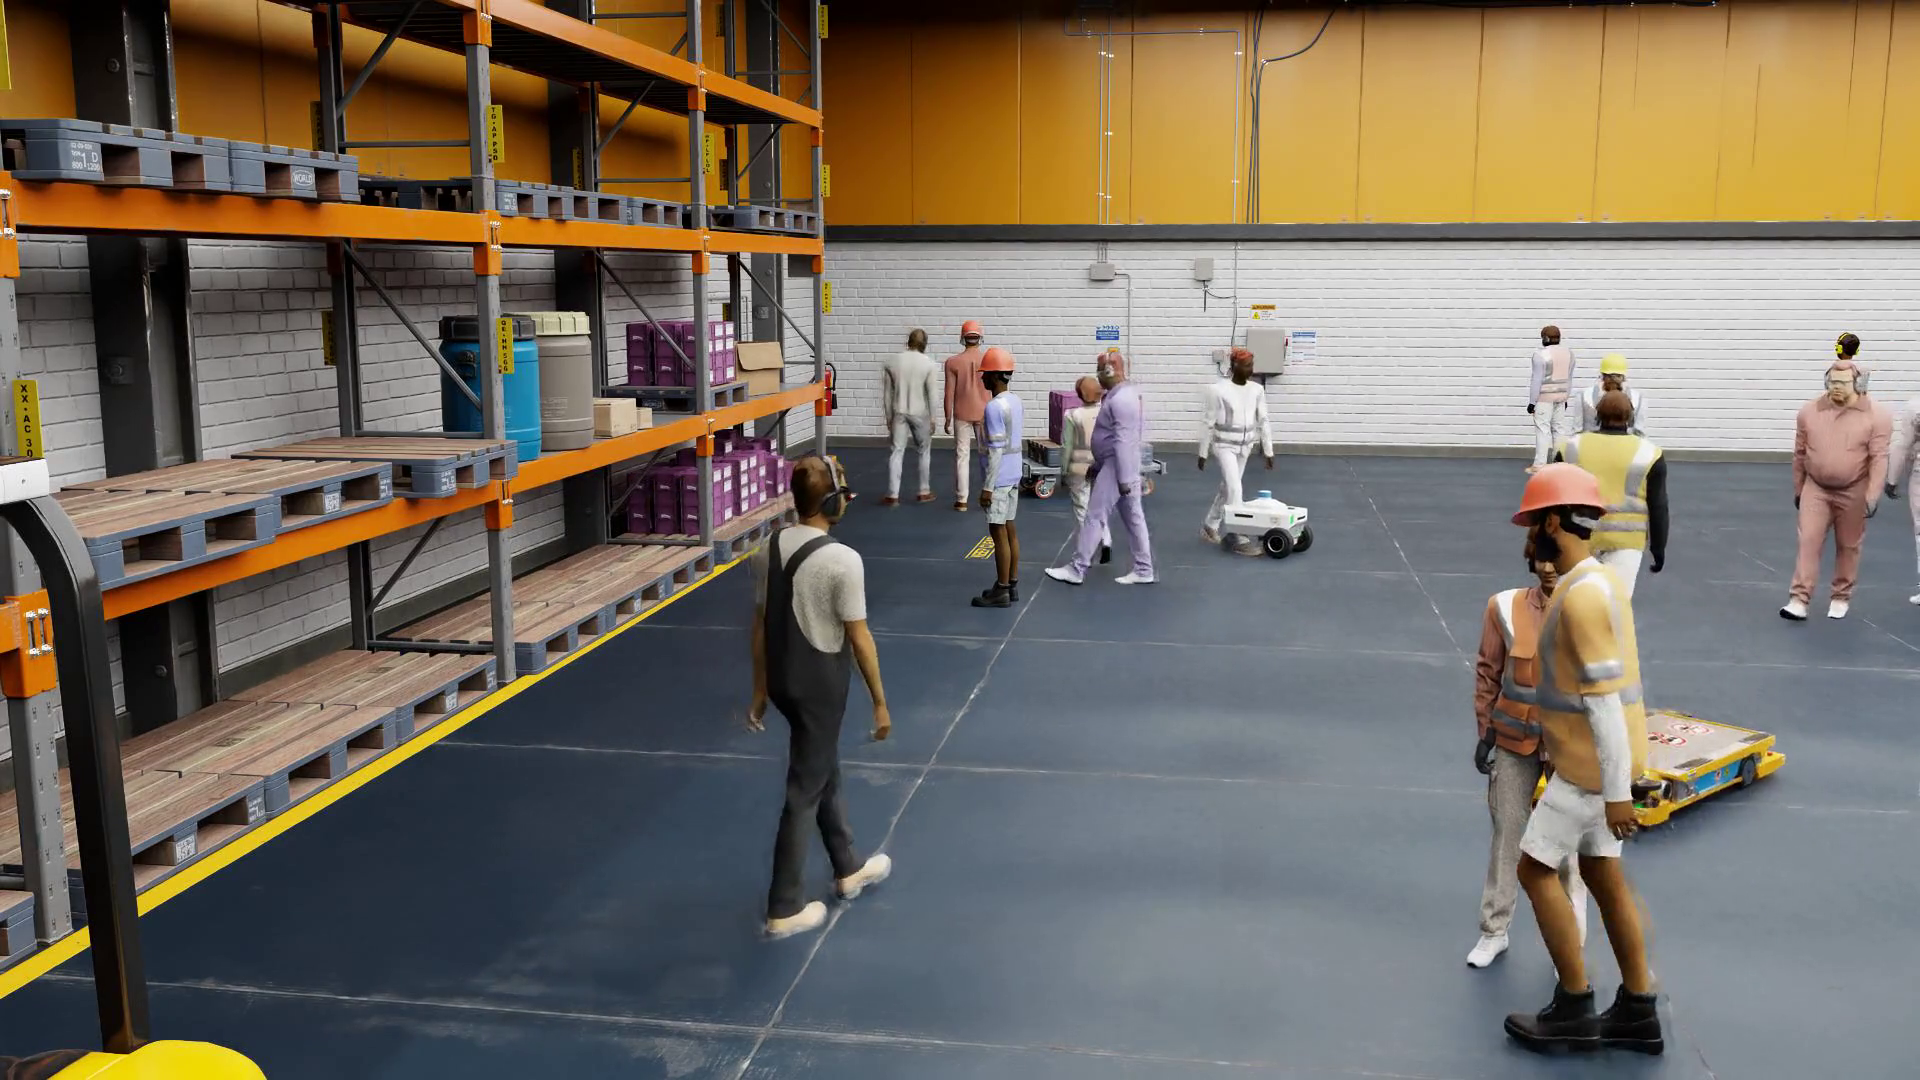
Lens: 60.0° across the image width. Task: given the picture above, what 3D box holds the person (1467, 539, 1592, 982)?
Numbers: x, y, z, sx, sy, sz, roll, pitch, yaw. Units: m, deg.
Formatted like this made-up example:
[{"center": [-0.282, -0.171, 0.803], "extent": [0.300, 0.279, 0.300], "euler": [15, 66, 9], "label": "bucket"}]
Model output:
[{"center": [2.082, 0.743, 5.896], "extent": [0.515, 1.641, 0.315], "euler": [5, 11, 30], "label": "person"}]

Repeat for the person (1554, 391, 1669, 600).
[{"center": [3.889, 0.007, 9.950], "extent": [0.653, 1.791, 0.970], "euler": [6, 11, 32], "label": "person"}]

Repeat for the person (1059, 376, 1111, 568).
[{"center": [1.085, -0.564, 13.978], "extent": [0.536, 1.623, 0.388], "euler": [-3, 10, -21], "label": "person"}]

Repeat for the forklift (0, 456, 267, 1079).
[{"center": [-2.328, 0.975, 2.765], "extent": [2.313, 2.155, 1.214], "euler": [1, 9, 9], "label": "forklift"}]

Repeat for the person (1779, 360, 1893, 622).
[{"center": [6.182, -0.328, 11.775], "extent": [0.646, 1.869, 0.876], "euler": [7, 12, 38], "label": "person"}]

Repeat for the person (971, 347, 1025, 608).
[{"center": [0.279, -0.461, 12.411], "extent": [0.354, 1.939, 0.545], "euler": [3, 10, 18], "label": "person"}]

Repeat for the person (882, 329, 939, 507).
[{"center": [-0.538, -1.304, 17.832], "extent": [0.648, 1.891, 0.732], "euler": [3, 10, 17], "label": "person"}]

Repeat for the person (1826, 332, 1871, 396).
[{"center": [9.098, -1.201, 17.178], "extent": [0.517, 1.873, 0.328], "euler": [-2, 9, -11], "label": "person"}]

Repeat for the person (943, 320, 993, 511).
[{"center": [0.129, -1.294, 17.376], "extent": [0.623, 1.989, 0.400], "euler": [-2, 9, -9], "label": "person"}]

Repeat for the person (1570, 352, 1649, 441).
[{"center": [5.548, -0.698, 14.230], "extent": [0.631, 1.816, 0.449], "euler": [3, 10, 18], "label": "person"}]

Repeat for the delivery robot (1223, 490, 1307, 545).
[{"center": [2.695, -0.196, 14.735], "extent": [0.707, 0.478, 0.477], "euler": [6, 11, 35], "label": "delivery robot"}]

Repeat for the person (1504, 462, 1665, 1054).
[{"center": [2.023, 0.706, 5.336], "extent": [0.619, 1.889, 0.558], "euler": [5, 10, 28], "label": "person"}]

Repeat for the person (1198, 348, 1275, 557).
[{"center": [2.441, -0.814, 14.948], "extent": [0.599, 1.835, 0.993], "euler": [-5, 11, -29], "label": "person"}]

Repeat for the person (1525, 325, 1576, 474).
[{"center": [7.233, -1.715, 20.454], "extent": [0.624, 1.840, 0.429], "euler": [-4, 10, -24], "label": "person"}]

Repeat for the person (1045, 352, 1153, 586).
[{"center": [1.126, -0.552, 13.242], "extent": [0.931, 1.857, 0.632], "euler": [2, 9, 13], "label": "person"}]

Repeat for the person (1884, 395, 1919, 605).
[{"center": [7.317, -0.442, 12.475], "extent": [0.649, 1.877, 0.629], "euler": [1, 9, 5], "label": "person"}]

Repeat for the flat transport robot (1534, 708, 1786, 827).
[{"center": [3.372, 1.073, 8.072], "extent": [1.431, 0.197, 0.652], "euler": [-8, 12, -40], "label": "flat transport robot"}]

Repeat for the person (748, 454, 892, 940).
[{"center": [-0.465, 0.575, 6.385], "extent": [0.547, 1.814, 0.837], "euler": [9, 13, 43], "label": "person"}]
